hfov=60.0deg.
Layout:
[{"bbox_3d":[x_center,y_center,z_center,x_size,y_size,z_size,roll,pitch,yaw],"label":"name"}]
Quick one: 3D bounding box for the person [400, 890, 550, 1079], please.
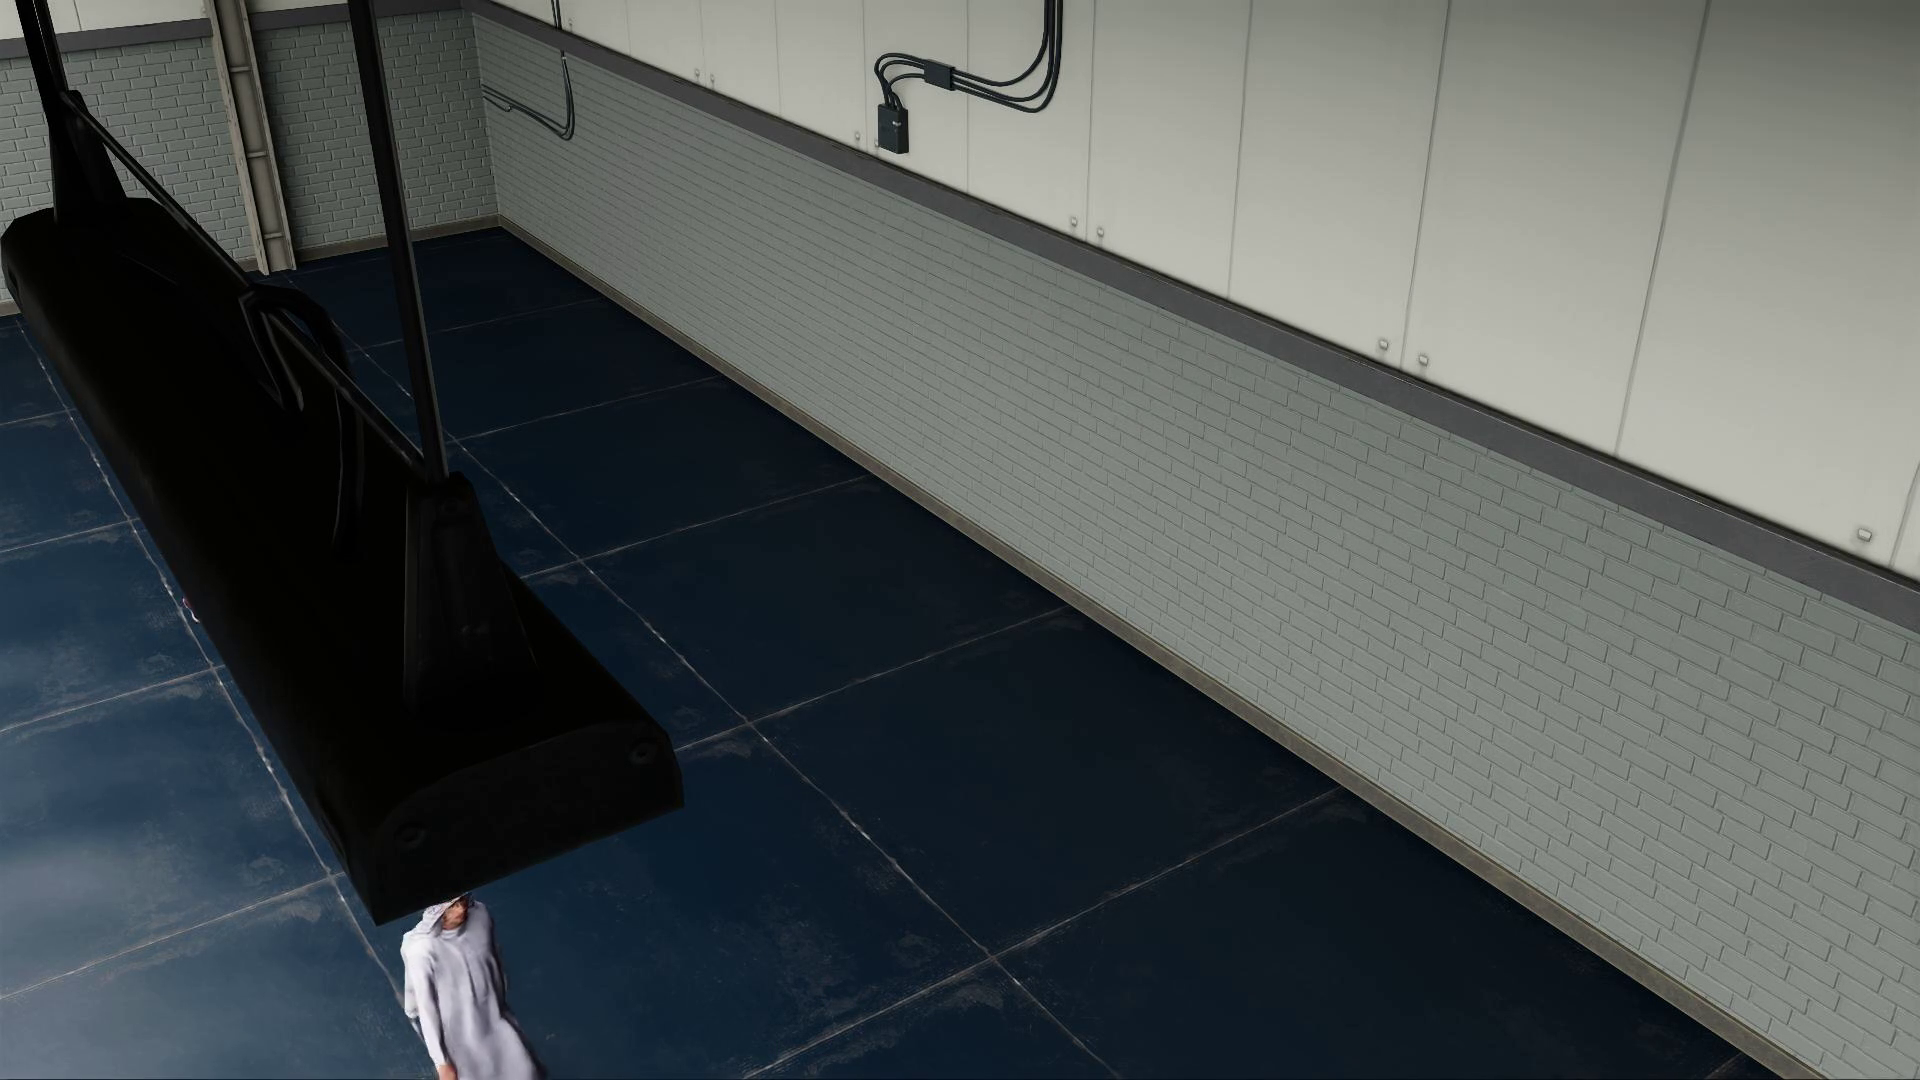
[{"bbox_3d":[-2.449,2.345,8.101,0.912,1.909,0.864,18,33,30],"label":"person"}]
